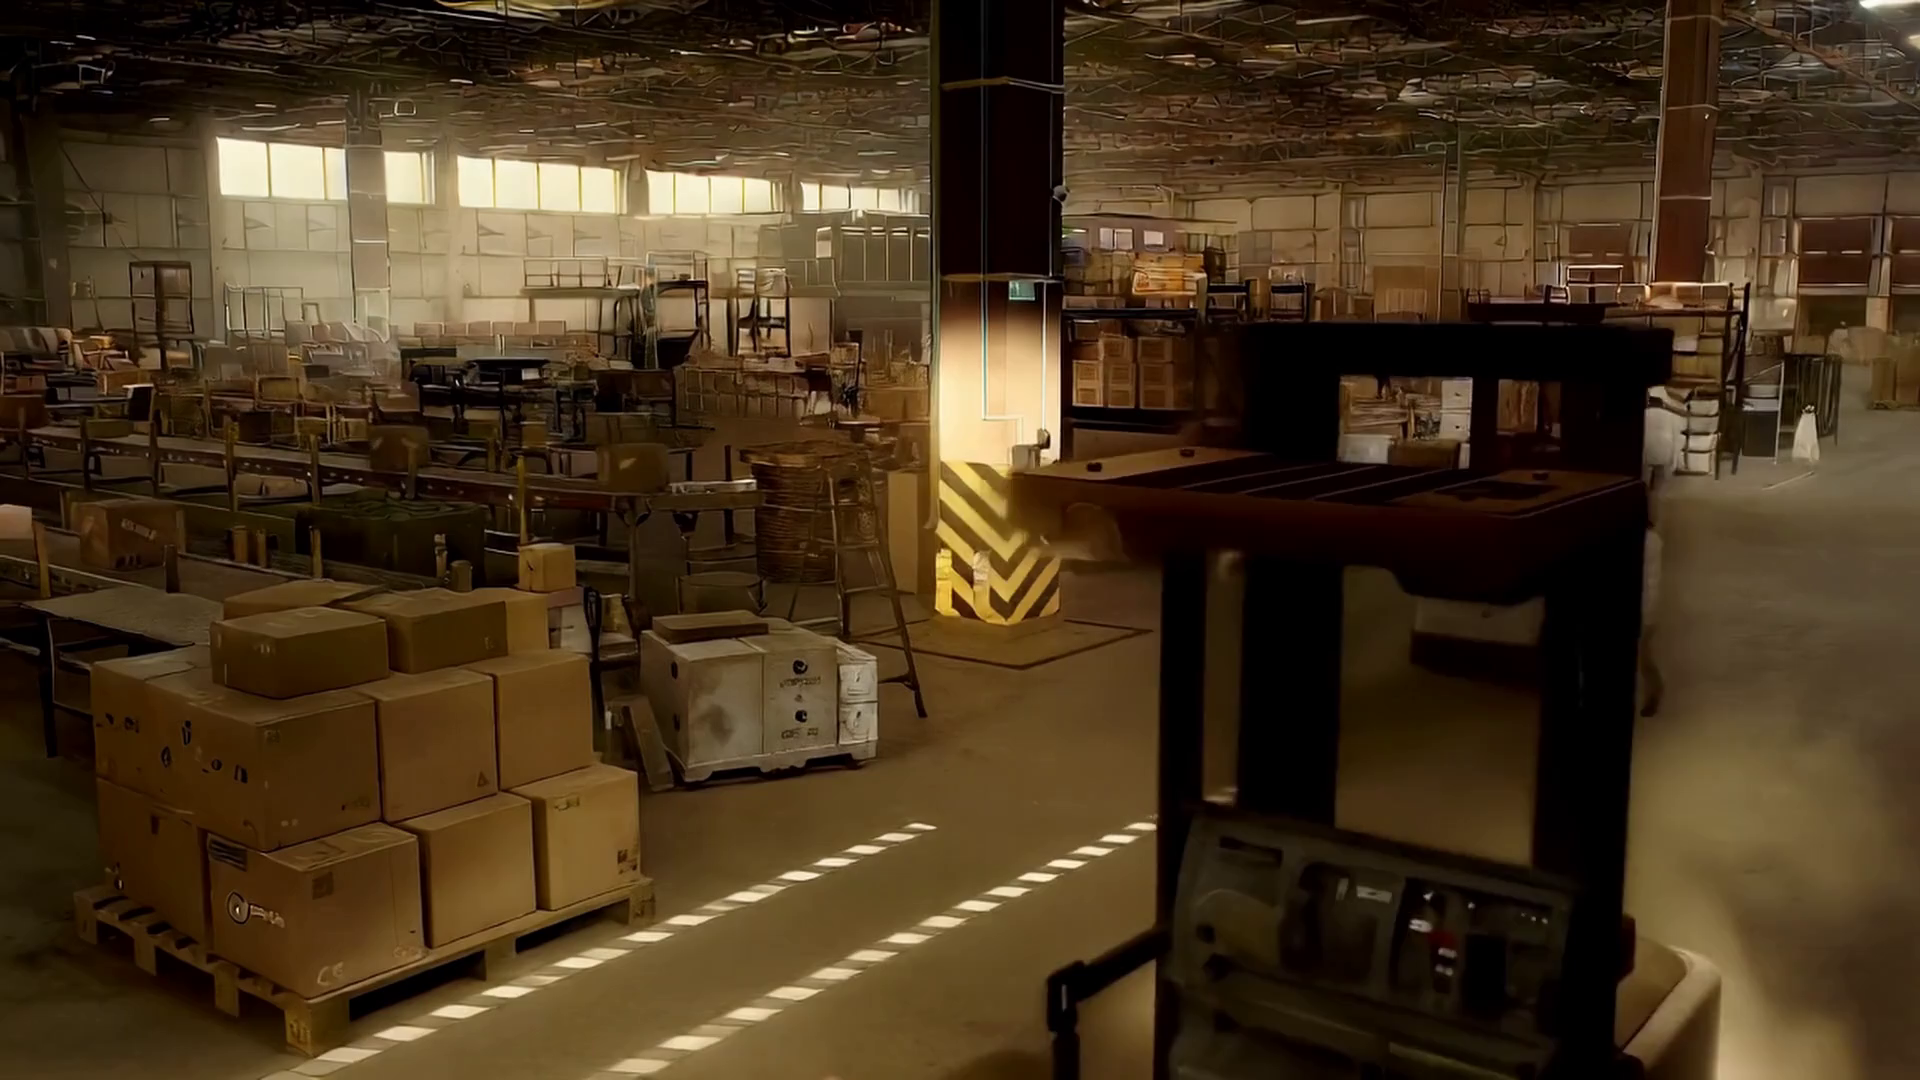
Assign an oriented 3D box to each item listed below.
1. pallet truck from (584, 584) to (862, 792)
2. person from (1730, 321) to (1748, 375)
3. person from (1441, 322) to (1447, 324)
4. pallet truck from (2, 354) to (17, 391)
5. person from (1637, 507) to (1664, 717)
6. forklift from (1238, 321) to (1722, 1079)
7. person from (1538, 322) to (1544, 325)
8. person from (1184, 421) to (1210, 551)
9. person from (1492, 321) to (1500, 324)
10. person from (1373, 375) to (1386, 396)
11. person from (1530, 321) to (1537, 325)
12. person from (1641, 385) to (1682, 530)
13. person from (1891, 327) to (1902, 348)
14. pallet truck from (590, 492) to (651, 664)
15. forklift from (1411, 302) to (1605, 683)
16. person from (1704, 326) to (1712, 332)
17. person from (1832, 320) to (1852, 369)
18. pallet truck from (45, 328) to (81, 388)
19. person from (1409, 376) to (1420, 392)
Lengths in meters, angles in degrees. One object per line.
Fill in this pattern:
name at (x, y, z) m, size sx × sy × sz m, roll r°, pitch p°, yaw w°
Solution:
pallet truck at (-1.426, 0.805, 10.019) m, size 1.601 × 1.201 × 0.680 m, roll -4°, pitch 9°, yaw -26°
person at (27.621, -6.809, 58.984) m, size 0.379 × 1.933 × 0.632 m, roll -5°, pitch 10°, yaw -30°
person at (17.989, -7.191, 61.898) m, size 0.440 × 1.829 × 0.651 m, roll -1°, pitch 9°, yaw -7°
pallet truck at (-24.881, -4.417, 42.634) m, size 1.885 × 1.965 × 0.823 m, roll 8°, pitch 11°, yaw 41°
person at (4.514, 0.443, 11.203) m, size 0.810 × 1.597 × 0.508 m, roll -6°, pitch 11°, yaw -36°
forklift at (1.146, 0.861, 4.097) m, size 1.129 × 2.768 × 1.873 m, roll 6°, pitch 11°, yaw 37°
person at (17.101, -5.391, 49.055) m, size 0.393 × 2.039 × 0.613 m, roll 0°, pitch 8°, yaw -1°
person at (2.240, -0.302, 15.914) m, size 0.420 × 1.680 × 0.548 m, roll -2°, pitch 9°, yaw -13°
person at (25.732, -9.934, 79.999) m, size 0.644 × 1.947 × 0.786 m, roll -3°, pitch 9°, yaw -21°
person at (10.897, -4.551, 43.393) m, size 0.684 × 2.000 × 0.535 m, roll 6°, pitch 10°, yaw 35°
person at (21.135, -7.143, 61.354) m, size 0.760 × 1.892 × 0.587 m, roll -2°, pitch 9°, yaw -13°
person at (8.408, -0.982, 20.151) m, size 0.602 × 1.801 × 0.852 m, roll 6°, pitch 11°, yaw 37°
person at (34.558, -7.054, 61.524) m, size 0.537 × 1.673 × 0.785 m, roll -8°, pitch 12°, yaw -44°
pallet truck at (-3.115, 0.344, 12.883) m, size 0.653 × 1.274 × 1.630 m, roll 7°, pitch 11°, yaw 37°
forklift at (4.379, -0.438, 12.852) m, size 1.129 × 2.768 × 1.873 m, roll 7°, pitch 11°, yaw 37°
person at (24.453, -6.059, 54.237) m, size 0.527 × 1.842 × 0.708 m, roll -6°, pitch 10°, yaw -35°
person at (33.350, -7.359, 62.857) m, size 0.589 × 1.878 × 0.973 m, roll 0°, pitch 8°, yaw 3°
pallet truck at (-23.775, -4.544, 43.495) m, size 1.885 × 1.965 × 0.823 m, roll 6°, pitch 10°, yaw 35°
person at (10.938, -3.989, 39.940) m, size 0.349 × 1.942 × 0.545 m, roll 4°, pitch 9°, yaw 26°
